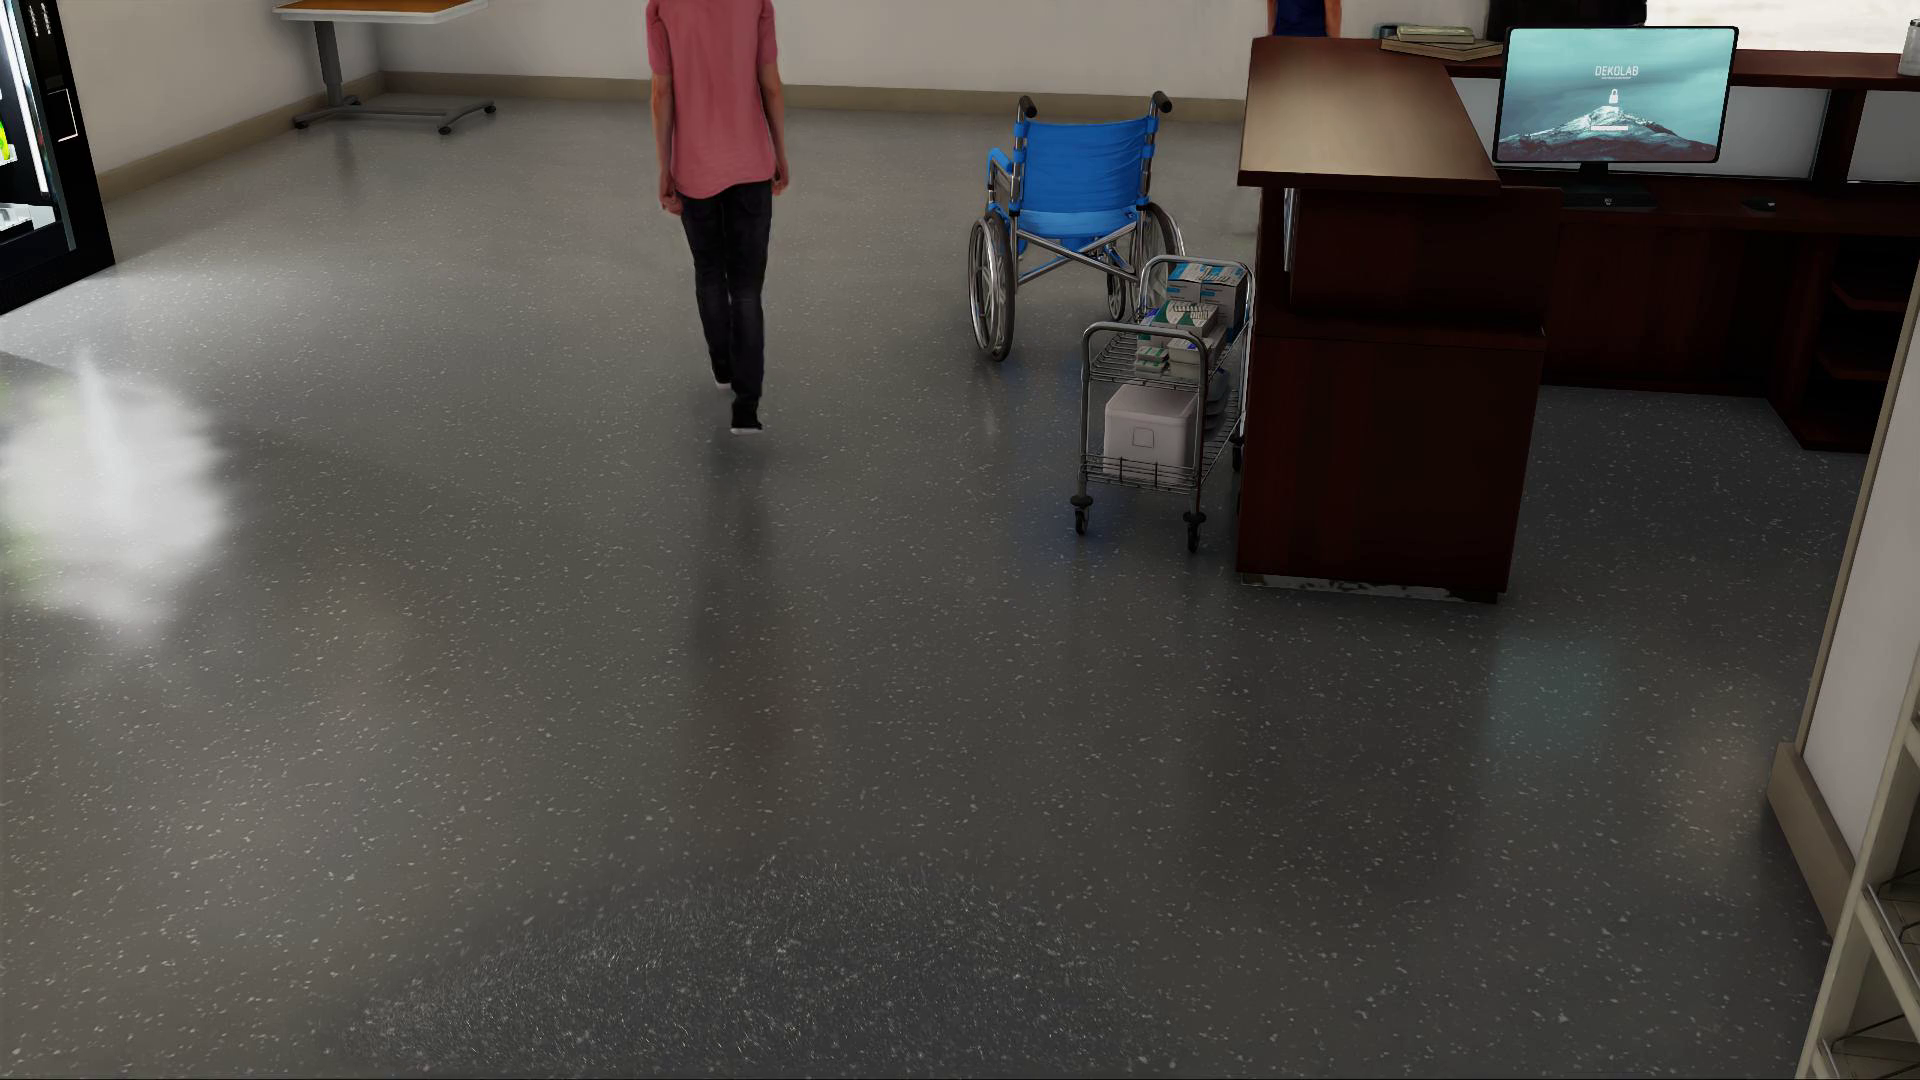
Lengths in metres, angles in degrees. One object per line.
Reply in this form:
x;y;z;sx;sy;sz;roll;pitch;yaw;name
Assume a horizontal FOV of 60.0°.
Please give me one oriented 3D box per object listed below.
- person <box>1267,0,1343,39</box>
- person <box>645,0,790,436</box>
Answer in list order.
1.791;-2.578;8.805;0.889;1.839;0.831;-14;29;-27;person
-0.863;-1.292;6.059;0.898;1.908;1.311;-3;26;-6;person
